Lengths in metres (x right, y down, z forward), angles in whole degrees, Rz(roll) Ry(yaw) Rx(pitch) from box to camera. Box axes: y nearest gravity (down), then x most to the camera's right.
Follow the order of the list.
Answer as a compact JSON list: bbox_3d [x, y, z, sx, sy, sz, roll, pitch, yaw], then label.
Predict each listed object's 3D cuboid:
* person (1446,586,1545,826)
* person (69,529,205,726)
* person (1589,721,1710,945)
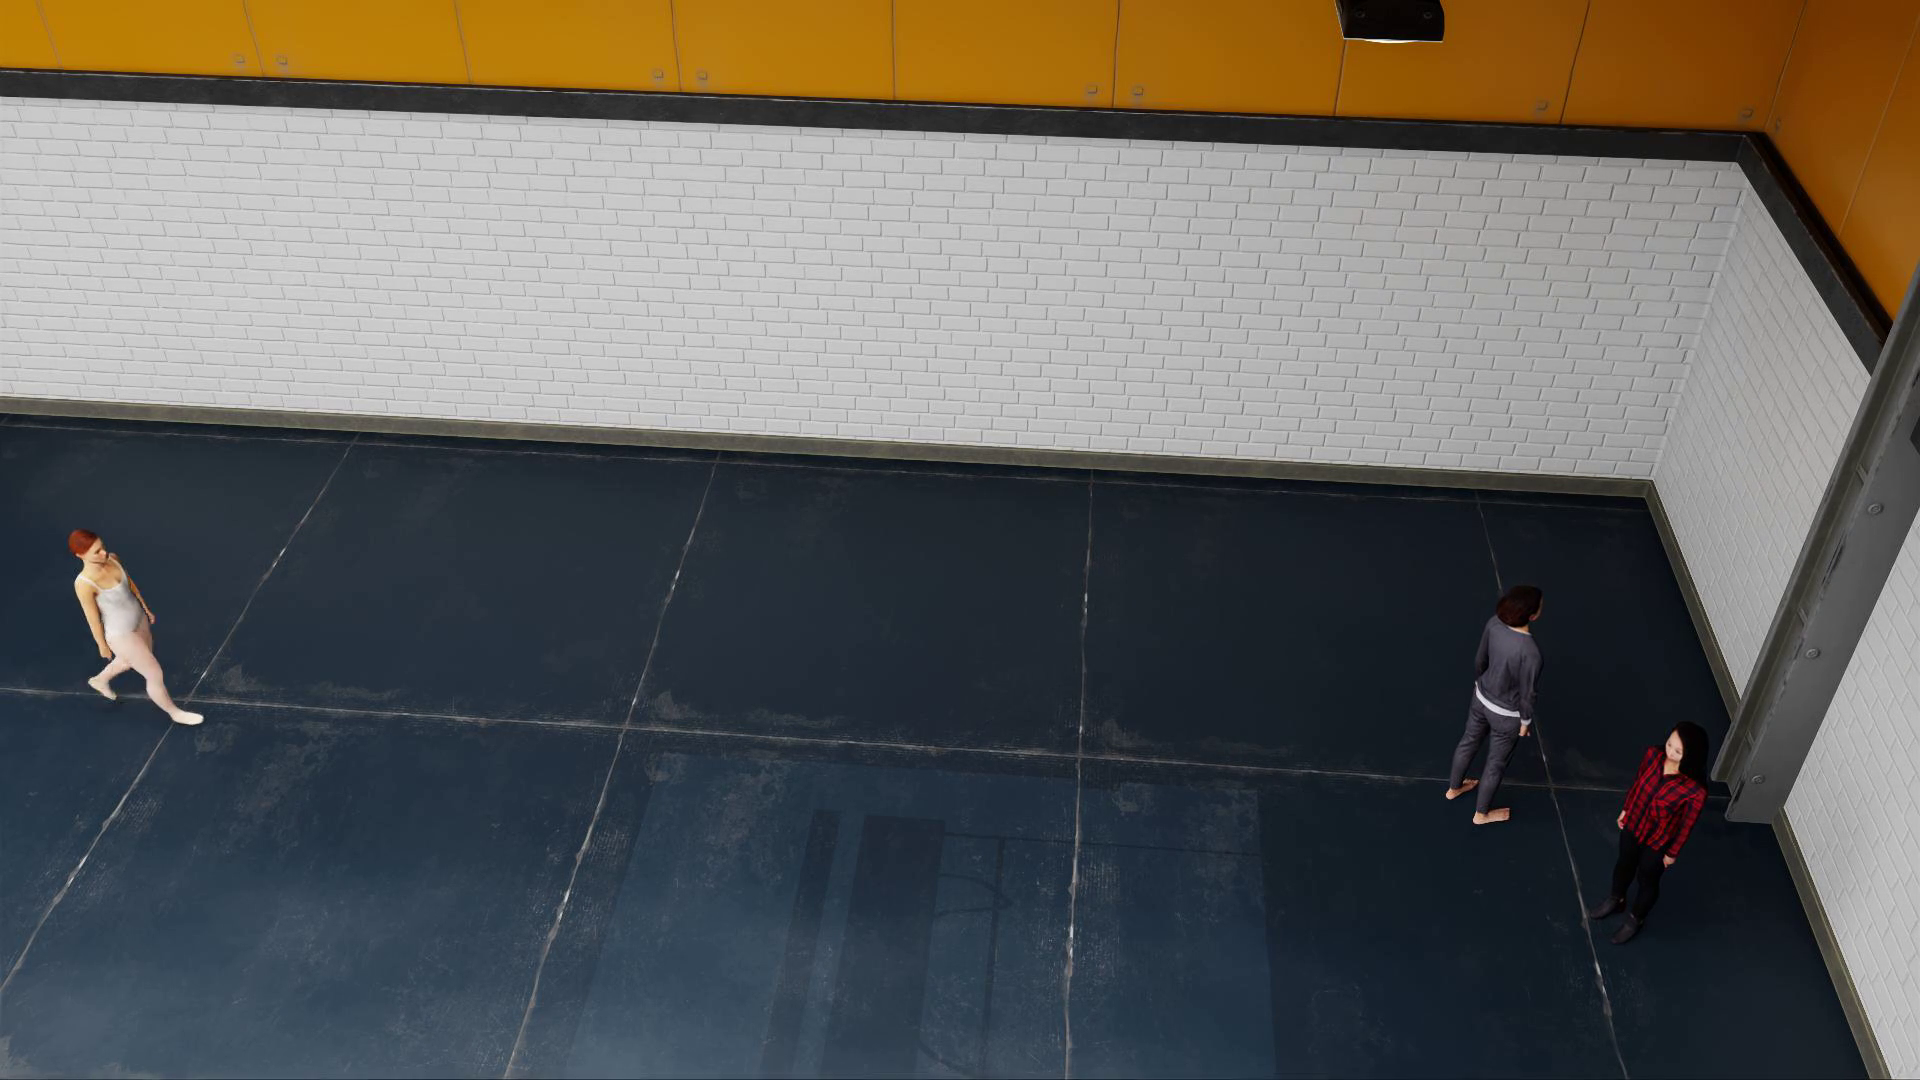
[{"bbox_3d":[3.212,0.973,9.903,0.752,1.768,0.649,-19,42,-22],"label":"person"},{"bbox_3d":[-5.370,0.565,10.533,0.633,1.619,0.896,2,39,3],"label":"person"},{"bbox_3d":[3.854,1.594,9.218,0.716,1.652,0.604,-16,41,-19],"label":"person"}]
